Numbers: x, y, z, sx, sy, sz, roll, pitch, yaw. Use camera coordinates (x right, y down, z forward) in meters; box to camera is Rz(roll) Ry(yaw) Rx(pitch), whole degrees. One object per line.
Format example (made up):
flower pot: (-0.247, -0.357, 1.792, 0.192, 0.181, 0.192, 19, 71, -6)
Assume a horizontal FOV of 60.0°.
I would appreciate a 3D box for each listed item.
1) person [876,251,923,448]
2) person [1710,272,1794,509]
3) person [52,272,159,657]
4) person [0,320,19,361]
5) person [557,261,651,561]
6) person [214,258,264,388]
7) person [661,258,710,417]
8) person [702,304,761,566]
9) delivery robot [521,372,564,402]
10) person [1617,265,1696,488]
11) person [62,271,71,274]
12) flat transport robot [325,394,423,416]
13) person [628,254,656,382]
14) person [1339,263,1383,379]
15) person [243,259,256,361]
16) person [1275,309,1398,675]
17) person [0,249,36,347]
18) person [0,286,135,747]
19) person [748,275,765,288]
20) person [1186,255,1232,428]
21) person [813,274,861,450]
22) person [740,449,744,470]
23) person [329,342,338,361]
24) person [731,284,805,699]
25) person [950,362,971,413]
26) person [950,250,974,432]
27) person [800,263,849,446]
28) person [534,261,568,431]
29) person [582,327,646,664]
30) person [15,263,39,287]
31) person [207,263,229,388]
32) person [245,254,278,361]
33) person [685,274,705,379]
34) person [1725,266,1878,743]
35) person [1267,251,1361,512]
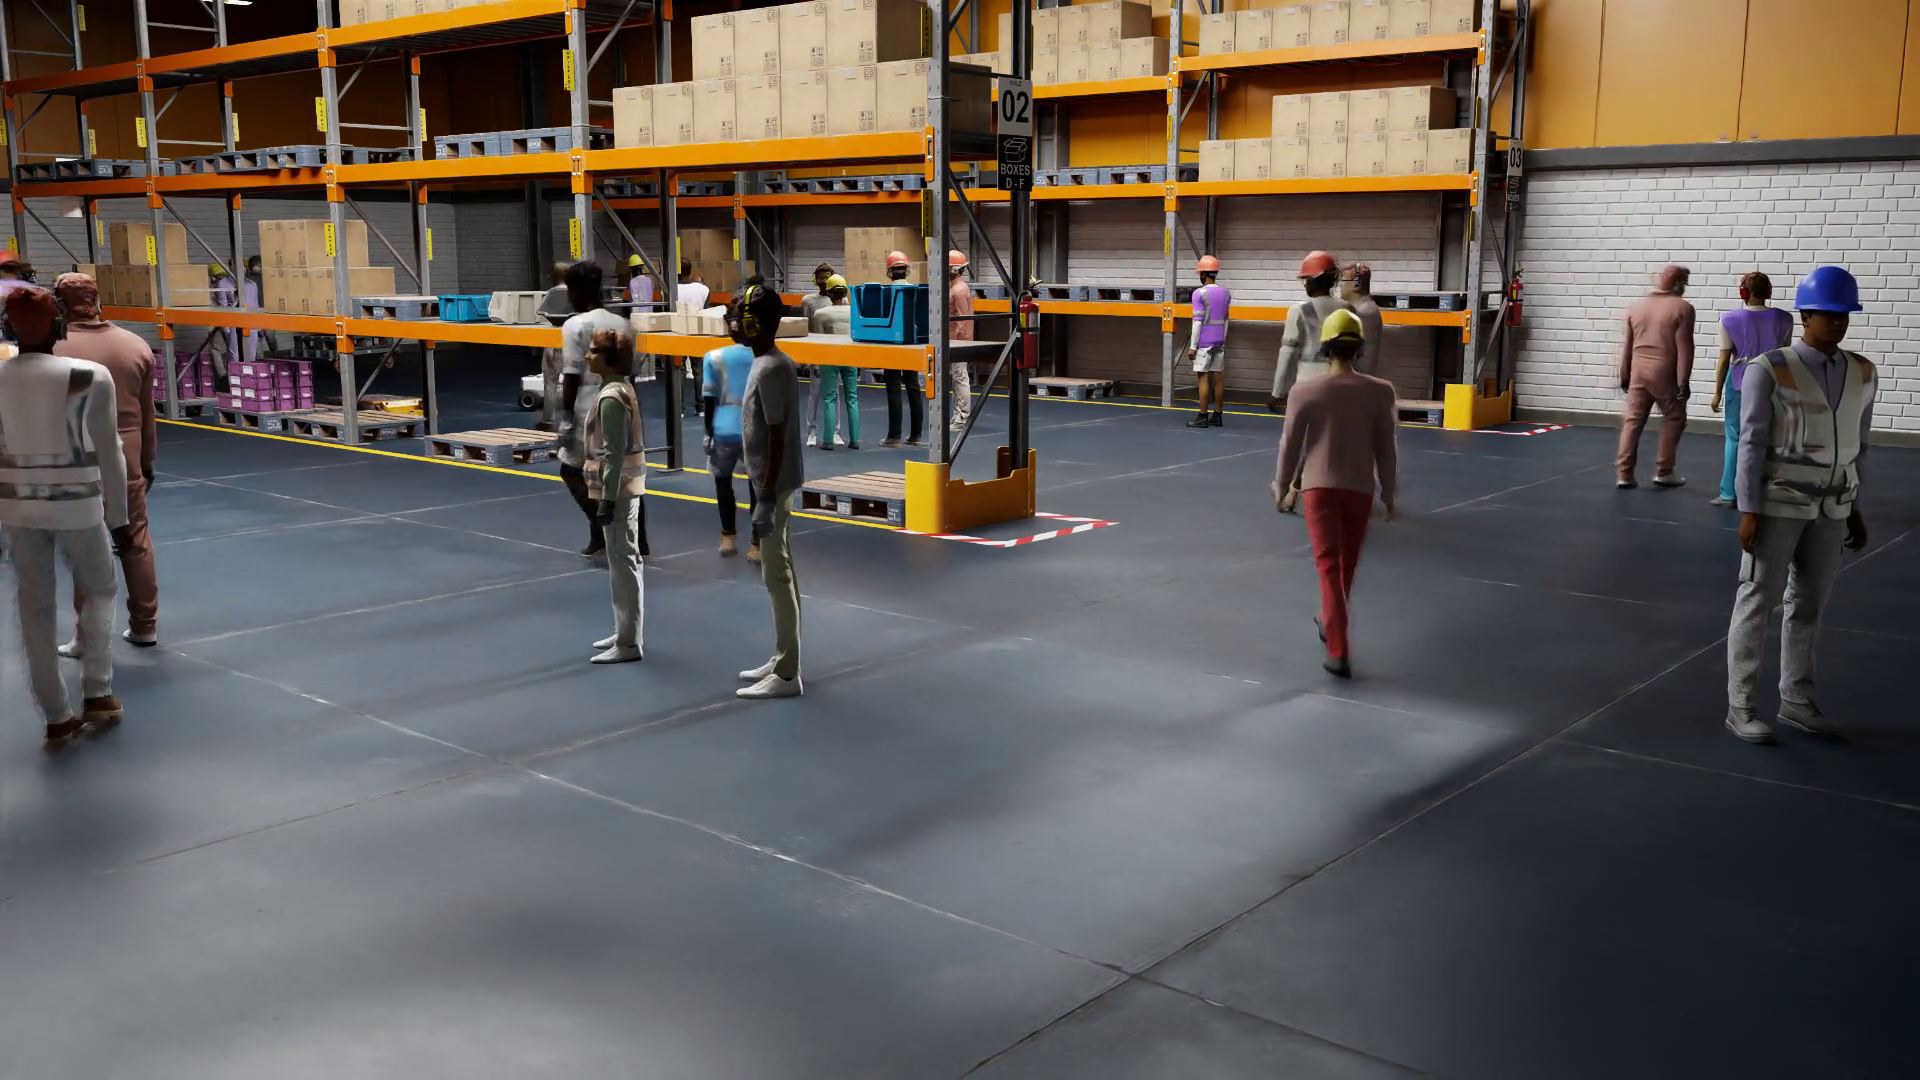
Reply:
person: (-0.618, -1.932, 16.938, 0.623, 1.983, 0.401, -8, 13, -37)
person: (6.129, -1.150, 12.898, 0.565, 1.840, 0.390, 0, 10, 1)
person: (-4.308, -0.367, 8.264, 0.410, 1.905, 0.640, 6, 11, 29)
person: (-6.448, -0.736, 11.113, 0.514, 1.640, 0.310, -6, 11, -30)
person: (-2.282, -0.798, 10.621, 0.483, 1.937, 0.673, 6, 12, 30)
person: (-9.716, -2.871, 22.511, 0.407, 1.908, 0.641, 5, 11, 27)
person: (-3.282, -2.424, 19.974, 0.582, 1.911, 0.392, -3, 10, -16)
person: (-1.402, -0.688, 10.724, 0.552, 1.671, 0.608, -3, 10, -17)
delivery robot: (-5.093, -1.934, 20.751, 0.707, 0.478, 0.477, 0, 10, 2)
person: (5.906, -1.367, 14.025, 0.799, 1.864, 0.787, -6, 12, -31)
person: (-8.711, -1.745, 16.443, 0.514, 1.795, 0.986, 1, 10, 8)
flat transport robot: (-6.999, -1.613, 19.997, 1.431, 0.197, 0.652, 8, 13, 39)
person: (-4.842, -3.348, 25.172, 0.381, 1.923, 0.592, 3, 10, 18)
person: (3.027, -1.170, 12.825, 0.400, 1.910, 0.643, 2, 10, 9)
person: (-11.694, -3.692, 27.383, 0.389, 1.837, 0.595, -5, 11, -26)
person: (1.817, -0.257, 8.132, 0.549, 1.714, 0.891, -1, 10, -4)
person: (-10.632, -2.268, 18.776, 0.711, 2.025, 0.618, 7, 12, 37)
person: (-3.727, -0.105, 6.864, 0.614, 1.865, 0.605, -3, 10, -15)
person: (-2.600, -2.562, 21.384, 0.378, 1.680, 0.547, -4, 11, -23)
person: (2.793, -2.231, 18.766, 0.545, 1.941, 0.350, -8, 13, -37)
person: (-1.232, -1.778, 16.714, 0.526, 1.760, 0.341, -4, 11, -23)
person: (-1.845, -1.452, 15.212, 0.511, 1.634, 0.311, -6, 11, -29)
person: (-11.161, -4.006, 29.770, 0.495, 1.628, 0.272, 8, 13, 39)
person: (-0.869, -0.212, 7.495, 0.332, 1.865, 0.520, 0, 10, -1)
person: (-0.109, -2.067, 18.710, 0.497, 1.633, 0.285, -2, 10, -13)
person: (-0.040, -2.198, 18.424, 0.379, 1.996, 0.609, 0, 10, -2)
person: (-1.375, -1.887, 17.029, 0.530, 1.864, 0.311, -3, 10, -14)
person: (-4.295, -2.097, 18.169, 1.026, 1.894, 0.649, 8, 13, 38)
person: (-1.691, -0.214, 8.164, 0.310, 1.645, 0.521, -1, 10, -8)
person: (-11.146, -2.393, 19.971, 0.429, 1.845, 0.620, 4, 11, 24)
person: (-10.608, -3.075, 23.946, 0.447, 1.810, 0.610, 8, 13, 37)
person: (-11.441, -3.707, 27.233, 0.638, 1.925, 0.564, -2, 10, -9)
person: (-4.095, -3.317, 25.859, 0.284, 1.625, 0.495, 6, 12, 31)
person: (3.462, -0.139, 6.831, 0.605, 1.949, 0.402, -2, 10, -11)
person: (2.599, -1.129, 12.329, 0.622, 1.988, 1.040, -5, 11, -28)
